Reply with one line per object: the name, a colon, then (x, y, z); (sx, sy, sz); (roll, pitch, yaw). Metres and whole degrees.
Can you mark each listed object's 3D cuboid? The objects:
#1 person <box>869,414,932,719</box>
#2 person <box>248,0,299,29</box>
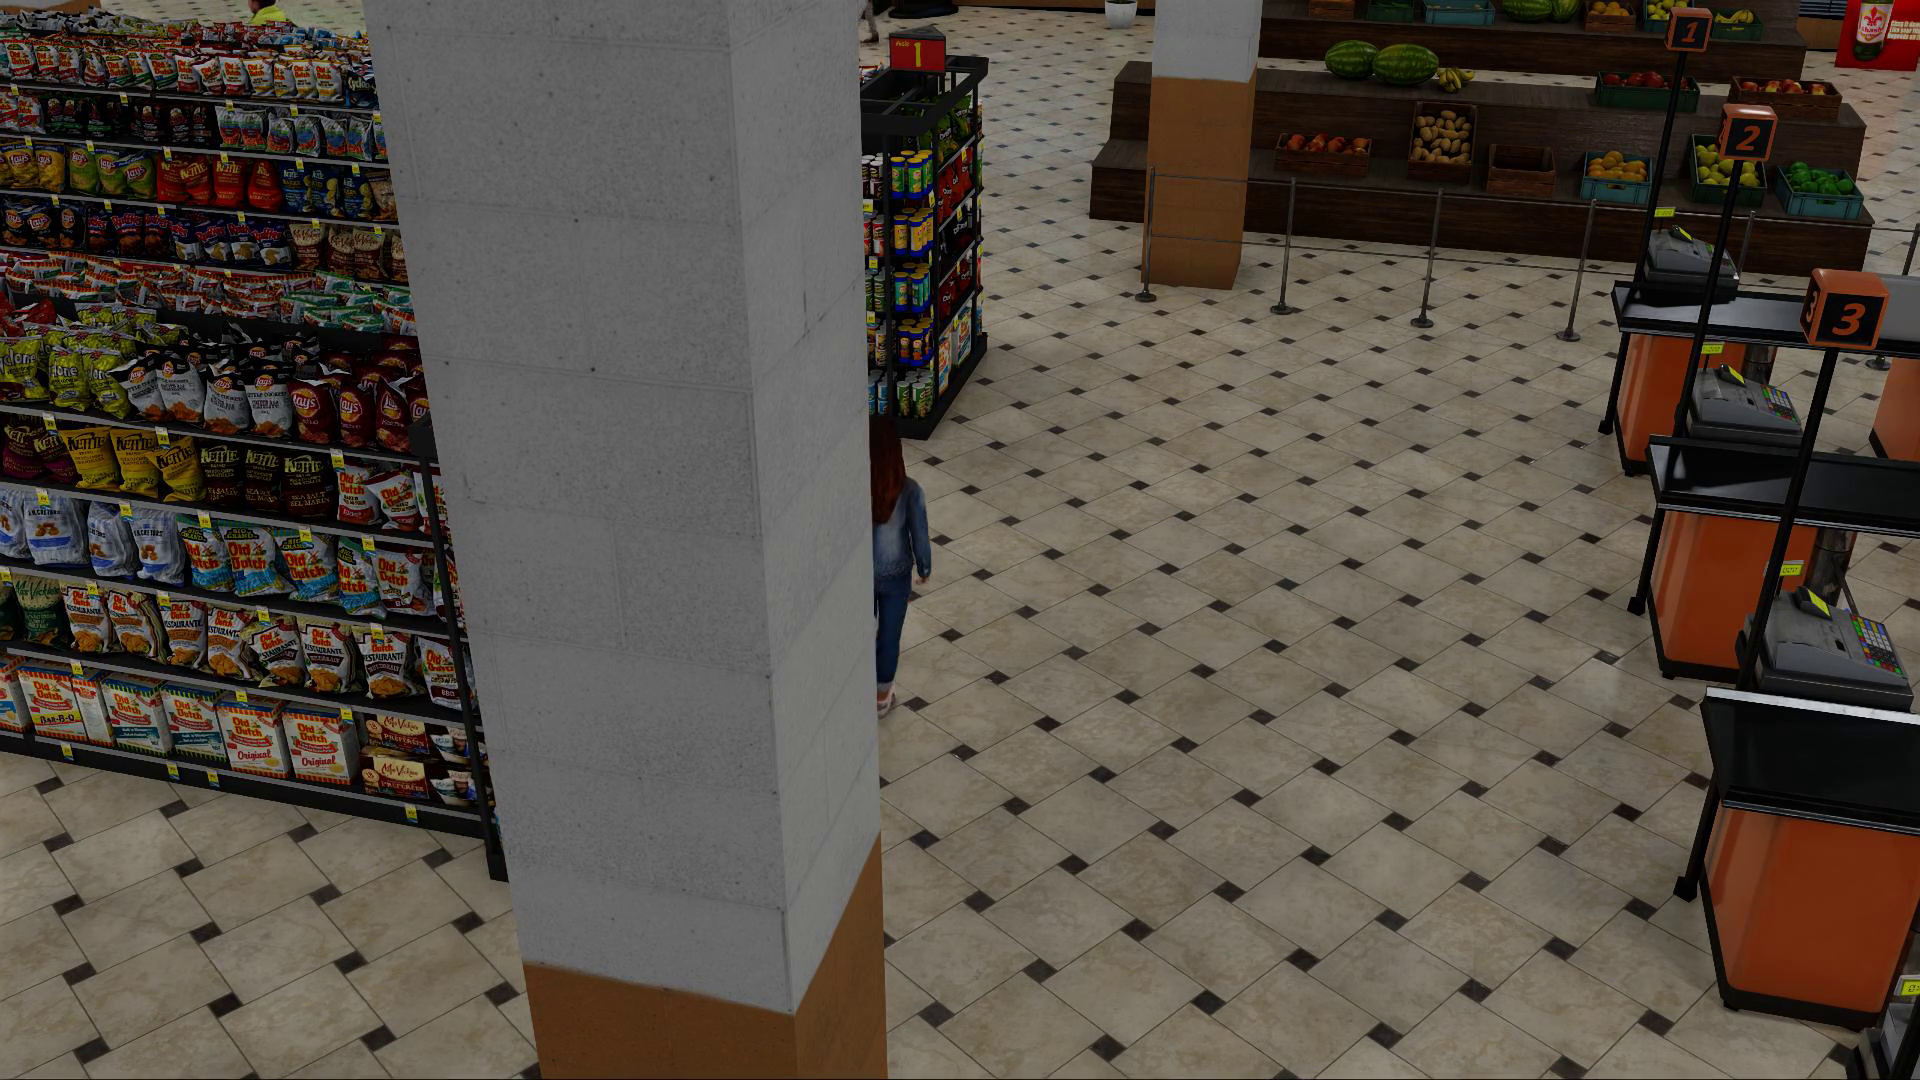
person: (-0.371, 0.165, 7.275); (0.472, 1.471, 0.652); (6, 29, 10)
person: (-5.377, -3.512, 13.495); (0.743, 1.965, 0.802); (5, 29, 9)
